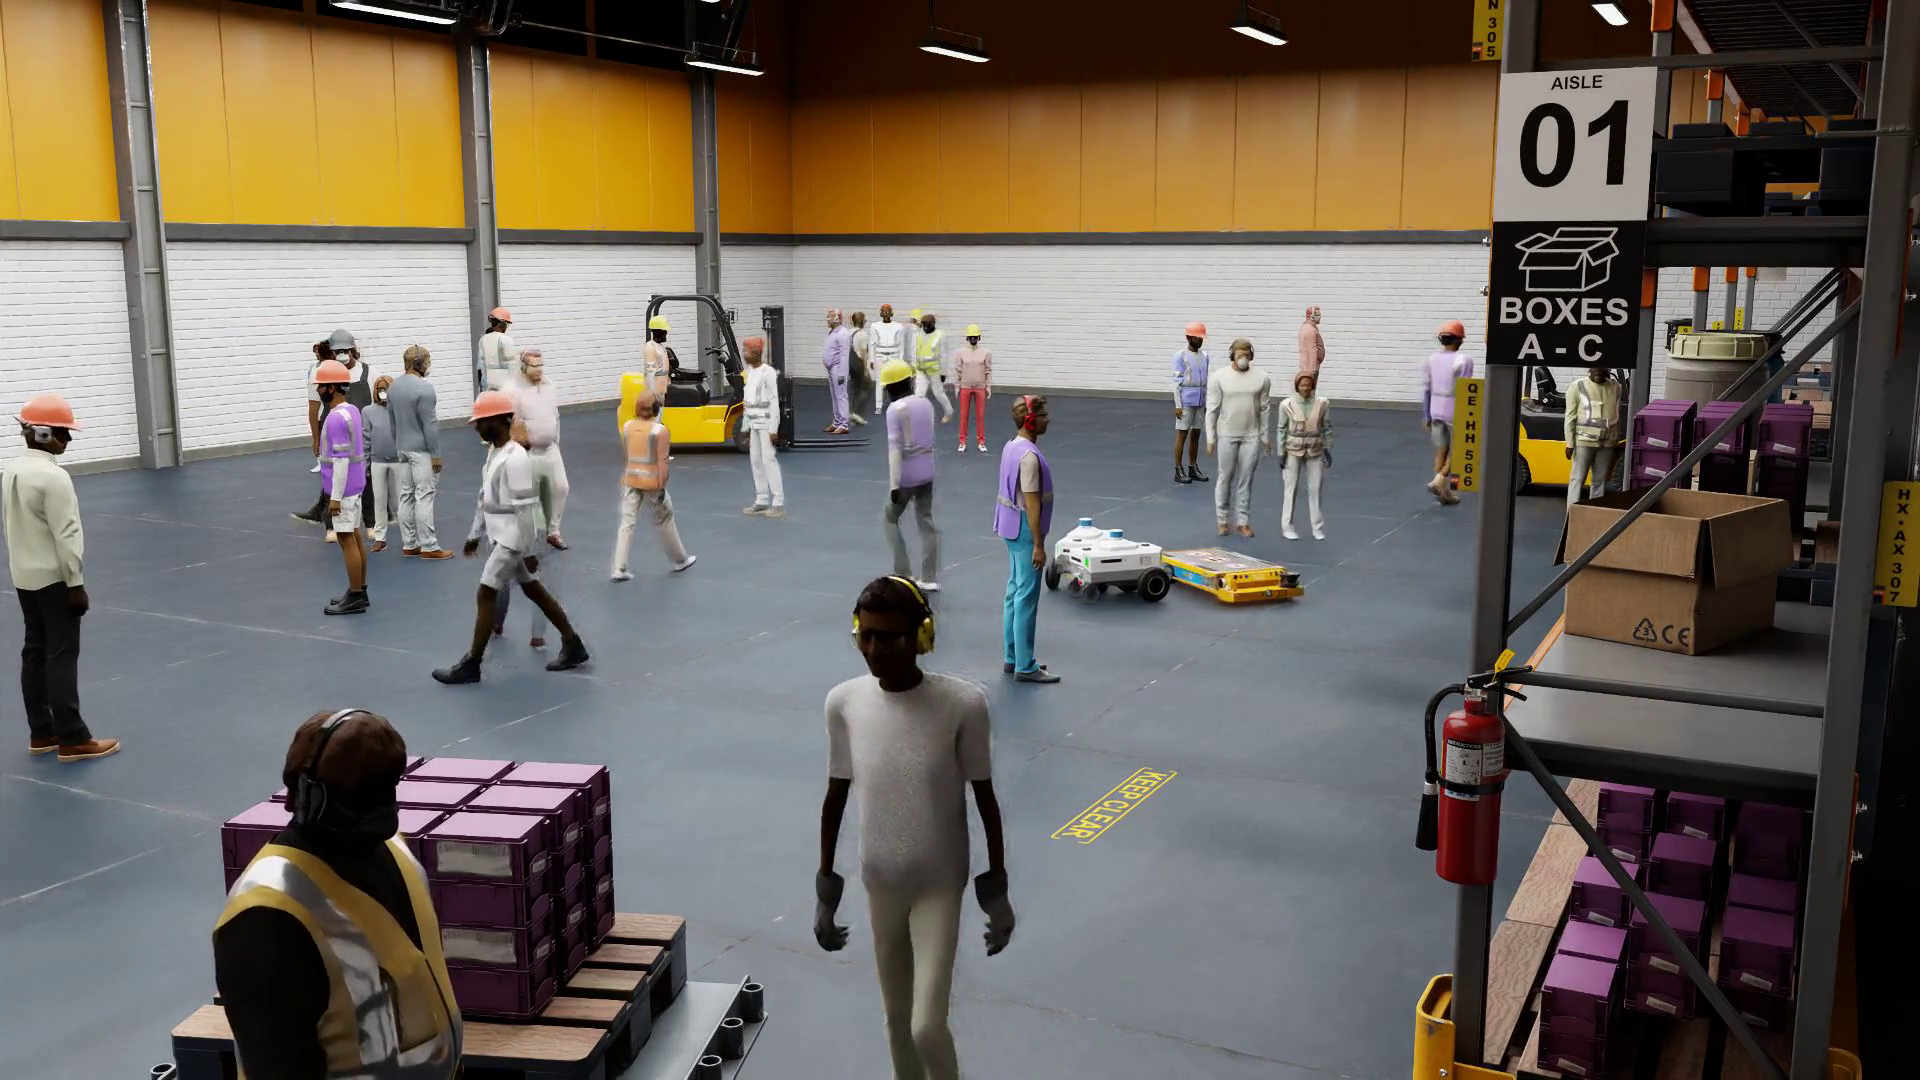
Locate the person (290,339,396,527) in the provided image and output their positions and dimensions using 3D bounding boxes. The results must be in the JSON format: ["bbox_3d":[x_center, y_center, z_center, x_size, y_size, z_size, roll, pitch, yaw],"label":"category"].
[{"bbox_3d":[-6.175,-1.051,16.595,1.009,1.898,0.612,-3,10,-19],"label":"person"}]

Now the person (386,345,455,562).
[{"bbox_3d":[-4.840,-0.772,14.859,0.627,1.933,0.371,8,13,38],"label":"person"}]

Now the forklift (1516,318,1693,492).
[{"bbox_3d":[7.066,-1.601,18.899,2.313,2.155,1.214,5,11,27],"label":"forklift"}]

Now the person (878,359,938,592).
[{"bbox_3d":[-0.423,-0.514,13.458,0.581,1.889,0.636,8,13,39],"label":"person"}]

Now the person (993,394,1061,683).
[{"bbox_3d":[0.419,-0.012,10.695,0.389,1.849,0.567,-2,10,-11],"label":"person"}]

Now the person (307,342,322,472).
[{"bbox_3d":[-7.922,-1.653,20.804,0.513,1.641,0.309,3,10,15],"label":"person"}]

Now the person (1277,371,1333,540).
[{"bbox_3d":[3.296,-0.809,15.951,0.527,1.630,0.326,0,10,-1],"label":"person"}]

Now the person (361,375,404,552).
[{"bbox_3d":[-5.252,-0.702,15.315,0.499,1.633,0.286,-1,10,-8],"label":"person"}]

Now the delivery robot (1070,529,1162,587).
[{"bbox_3d":[1.233,0.159,13.178,0.707,0.478,0.477,-4,11,-21],"label":"delivery robot"}]

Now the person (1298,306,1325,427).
[{"bbox_3d":[5.565,-2.739,26.320,0.407,1.908,0.641,0,10,-1],"label":"person"}]

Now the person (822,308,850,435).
[{"bbox_3d":[-1.890,-2.557,25.269,0.403,1.910,0.637,-3,10,-19],"label":"person"}]

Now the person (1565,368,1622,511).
[{"bbox_3d":[6.204,-0.961,16.264,0.602,1.823,0.404,-2,10,-11],"label":"person"}]

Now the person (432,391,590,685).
[{"bbox_3d":[-2.895,-0.026,10.744,1.017,1.883,0.537,-4,11,-21],"label":"person"}]

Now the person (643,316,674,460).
[{"bbox_3d":[-3.970,-1.983,21.884,0.386,1.927,0.589,1,10,4],"label":"person"}]

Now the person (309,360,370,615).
[{"bbox_3d":[-4.724,-0.398,12.679,0.357,1.937,0.551,-2,10,-9],"label":"person"}]

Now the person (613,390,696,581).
[{"bbox_3d":[-2.640,-0.465,14.073,0.528,1.590,0.878,5,11,27],"label":"person"}]

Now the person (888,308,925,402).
[{"bbox_3d":[-0.855,-3.064,28.464,0.628,1.818,0.614,-3,10,-15],"label":"person"}]

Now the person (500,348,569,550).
[{"bbox_3d":[-3.856,-0.806,15.187,0.572,1.882,0.686,7,12,37],"label":"person"}]

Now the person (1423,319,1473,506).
[{"bbox_3d":[5.257,-1.357,17.947,0.533,2.031,0.639,-7,12,-35],"label":"person"}]

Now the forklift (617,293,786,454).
[{"bbox_3d":[-3.588,-2.317,23.042,2.313,2.155,1.214,-1,10,-5],"label":"forklift"}]

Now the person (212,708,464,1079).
[{"bbox_3d":[-1.245,1.246,3.454,0.430,1.840,0.619,0,10,2],"label":"person"}]

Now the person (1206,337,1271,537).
[{"bbox_3d":[2.698,-0.994,16.140,0.638,1.939,0.359,-1,10,-6],"label":"person"}]

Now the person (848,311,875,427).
[{"bbox_3d":[-1.587,-2.695,26.270,0.398,1.829,0.532,-8,13,-40],"label":"person"}]

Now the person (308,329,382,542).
[{"bbox_3d":[-5.813,-0.993,15.822,0.688,2.000,0.536,-4,11,-21],"label":"person"}]

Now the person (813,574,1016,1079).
[{"bbox_3d":[-0.140,1.007,4.762,0.583,1.856,0.562,3,10,19],"label":"person"}]

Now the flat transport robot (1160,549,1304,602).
[{"bbox_3d":[2.143,0.265,13.659,0.652,0.197,1.431,-4,11,-23],"label":"flat transport robot"}]

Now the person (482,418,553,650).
[{"bbox_3d":[-3.116,-0.059,11.687,0.509,1.605,0.785,-5,11,-29],"label":"person"}]

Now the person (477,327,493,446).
[{"bbox_3d":[-6.637,-2.188,23.732,0.535,1.700,0.318,1,10,8],"label":"person"}]

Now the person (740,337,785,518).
[{"bbox_3d":[-2.057,-1.172,17.398,0.353,1.881,0.656,-6,11,-30],"label":"person"}]

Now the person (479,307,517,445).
[{"bbox_3d":[-6.060,-2.057,22.006,0.605,2.035,0.384,6,11,31],"label":"person"}]

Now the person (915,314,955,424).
[{"bbox_3d":[-0.423,-2.687,26.336,0.632,1.805,0.882,7,12,34],"label":"person"}]

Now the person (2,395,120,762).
[{"bbox_3d":[-4.925,0.207,9.039,0.613,1.985,0.402,7,12,36],"label":"person"}]

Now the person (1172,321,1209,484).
[{"bbox_3d":[2.786,-1.649,19.915,0.544,1.939,0.353,-7,12,-37],"label":"person"}]

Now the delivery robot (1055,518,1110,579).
[{"bbox_3d":[1.033,0.064,13.729,0.477,0.478,0.707,3,10,19],"label":"delivery robot"}]

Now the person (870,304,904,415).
[{"bbox_3d":[-1.244,-3.066,28.280,0.584,1.882,0.345,-1,10,-3],"label":"person"}]

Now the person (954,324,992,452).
[{"bbox_3d":[0.183,-2.098,23.018,0.525,1.768,0.315,-1,10,-4],"label":"person"}]
